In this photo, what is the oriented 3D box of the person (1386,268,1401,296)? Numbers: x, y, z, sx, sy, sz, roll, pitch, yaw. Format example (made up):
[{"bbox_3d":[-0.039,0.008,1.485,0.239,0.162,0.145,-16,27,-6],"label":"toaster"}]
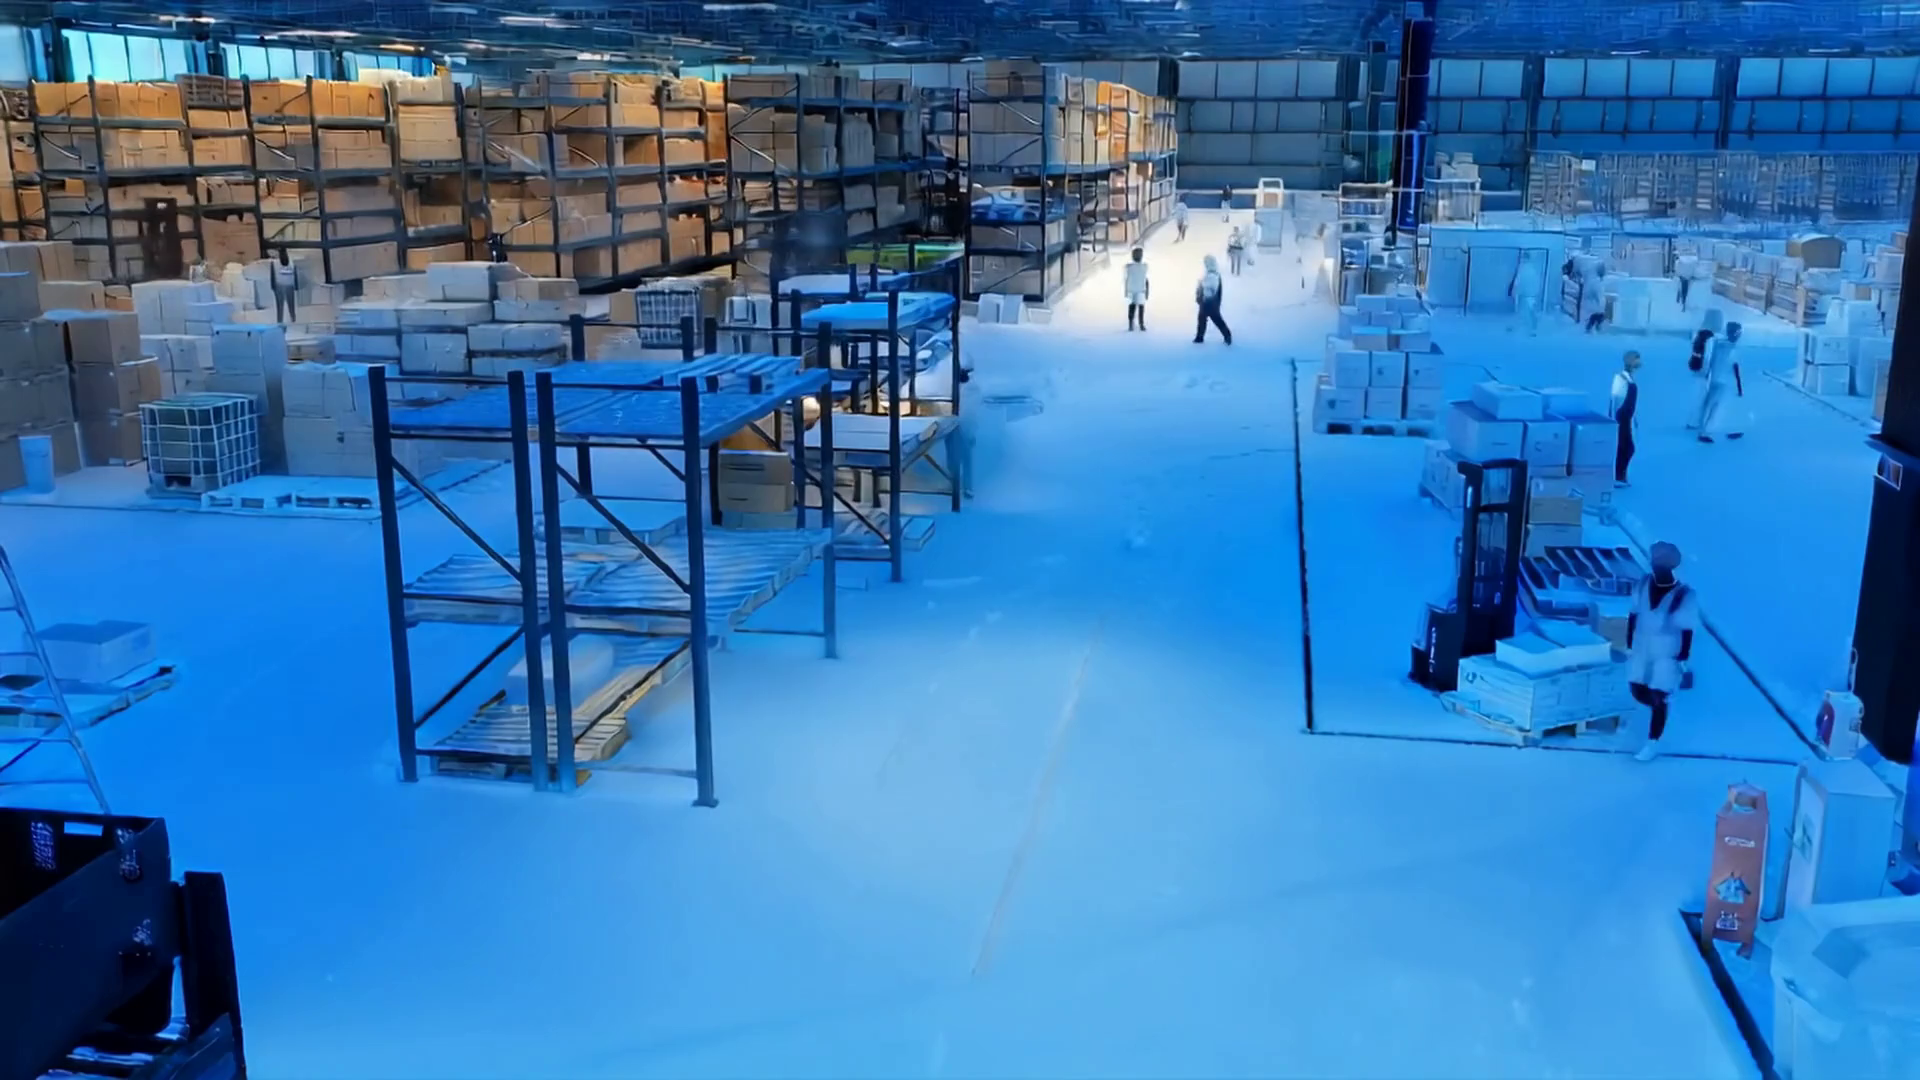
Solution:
[{"bbox_3d":[8.935,-4.709,34.464,0.766,1.845,0.523,-1,14,-6],"label":"person"}]

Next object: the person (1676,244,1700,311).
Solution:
[{"bbox_3d":[19.029,-6.890,43.527,0.528,1.742,0.791,5,15,18],"label":"person"}]

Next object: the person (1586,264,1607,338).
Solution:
[{"bbox_3d":[14.406,-5.370,37.466,0.550,1.676,0.540,-13,19,-43],"label":"person"}]

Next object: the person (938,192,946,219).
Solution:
[{"bbox_3d":[-0.829,-16.831,83.576,0.556,1.902,0.946,0,14,1],"label":"person"}]

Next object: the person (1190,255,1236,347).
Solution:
[{"bbox_3d":[5.501,-5.192,36.011,0.883,2.000,0.683,9,16,32],"label":"person"}]

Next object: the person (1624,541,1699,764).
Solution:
[{"bbox_3d":[5.233,0.808,12.382,0.545,1.687,0.540,-10,17,-35],"label":"person"}]

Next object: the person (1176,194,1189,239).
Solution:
[{"bbox_3d":[9.627,-13.994,72.040,0.552,1.898,0.916,2,14,6],"label":"person"}]

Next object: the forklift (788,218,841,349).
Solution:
[{"bbox_3d":[-3.099,-5.364,34.980,1.129,2.768,1.873,3,14,10],"label":"forklift"}]

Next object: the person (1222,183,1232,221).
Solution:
[{"bbox_3d":[13.866,-17.545,86.352,0.610,1.950,0.377,-7,16,-27],"label":"person"}]

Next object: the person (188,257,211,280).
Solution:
[{"bbox_3d":[-18.388,-6.036,40.263,0.517,1.641,0.308,-2,14,-8],"label":"person"}]

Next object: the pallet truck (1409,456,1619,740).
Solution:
[{"bbox_3d":[4.504,0.400,13.395,0.823,1.965,1.885,-6,15,-23],"label":"pallet truck"}]

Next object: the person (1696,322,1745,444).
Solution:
[{"bbox_3d":[11.496,-2.339,24.869,0.922,1.818,0.556,-3,14,-11],"label":"person"}]

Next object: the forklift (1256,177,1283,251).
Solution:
[{"bbox_3d":[12.083,-12.747,64.956,1.129,2.768,1.873,3,14,10],"label":"forklift"}]

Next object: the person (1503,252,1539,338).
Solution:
[{"bbox_3d":[12.813,-5.568,37.799,0.625,1.927,1.066,-9,17,-33],"label":"person"}]

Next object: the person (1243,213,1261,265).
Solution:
[{"bbox_3d":[10.139,-10.428,57.753,0.599,1.807,0.737,1,14,3],"label":"person"}]

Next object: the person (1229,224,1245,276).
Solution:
[{"bbox_3d":[8.876,-9.281,53.344,0.540,1.680,0.646,1,14,5],"label":"person"}]

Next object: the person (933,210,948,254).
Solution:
[{"bbox_3d":[-0.775,-11.719,63.268,0.684,1.675,0.536,3,14,14],"label":"person"}]

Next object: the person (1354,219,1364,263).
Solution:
[{"bbox_3d":[13.813,-10.255,57.433,0.384,1.623,0.506,4,14,16],"label":"person"}]

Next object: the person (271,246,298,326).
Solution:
[{"bbox_3d":[-16.285,-6.139,40.137,0.596,1.910,0.384,-11,18,-39],"label":"person"}]

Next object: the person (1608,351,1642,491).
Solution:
[{"bbox_3d":[8.700,-1.544,21.640,0.640,1.823,0.552,11,18,38],"label":"person"}]

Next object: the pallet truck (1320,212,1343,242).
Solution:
[{"bbox_3d":[15.874,-13.227,70.310,0.680,1.201,1.601,10,17,35],"label":"pallet truck"}]

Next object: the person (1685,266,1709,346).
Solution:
[{"bbox_3d":[16.107,-5.083,36.222,0.641,1.709,0.548,3,14,11],"label":"person"}]

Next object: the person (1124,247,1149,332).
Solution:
[{"bbox_3d":[4.125,-5.836,38.806,0.652,1.956,0.401,8,16,31],"label":"person"}]

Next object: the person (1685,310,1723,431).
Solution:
[{"bbox_3d":[11.604,-2.632,25.907,0.466,1.898,0.614,2,14,7],"label":"person"}]

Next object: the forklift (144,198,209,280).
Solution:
[{"bbox_3d":[-21.506,-7.855,45.093,1.129,2.768,1.873,7,15,26],"label":"forklift"}]

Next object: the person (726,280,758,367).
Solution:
[{"bbox_3d":[-4.105,-3.948,31.313,0.570,1.865,0.445,0,14,-1],"label":"person"}]

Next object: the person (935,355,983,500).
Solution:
[{"bbox_3d":[-0.052,-1.444,21.141,0.762,1.875,0.425,9,17,33],"label":"person"}]

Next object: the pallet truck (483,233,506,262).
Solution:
[{"bbox_3d":[-11.832,-7.026,43.548,1.885,1.965,0.823,8,16,28],"label":"pallet truck"}]
